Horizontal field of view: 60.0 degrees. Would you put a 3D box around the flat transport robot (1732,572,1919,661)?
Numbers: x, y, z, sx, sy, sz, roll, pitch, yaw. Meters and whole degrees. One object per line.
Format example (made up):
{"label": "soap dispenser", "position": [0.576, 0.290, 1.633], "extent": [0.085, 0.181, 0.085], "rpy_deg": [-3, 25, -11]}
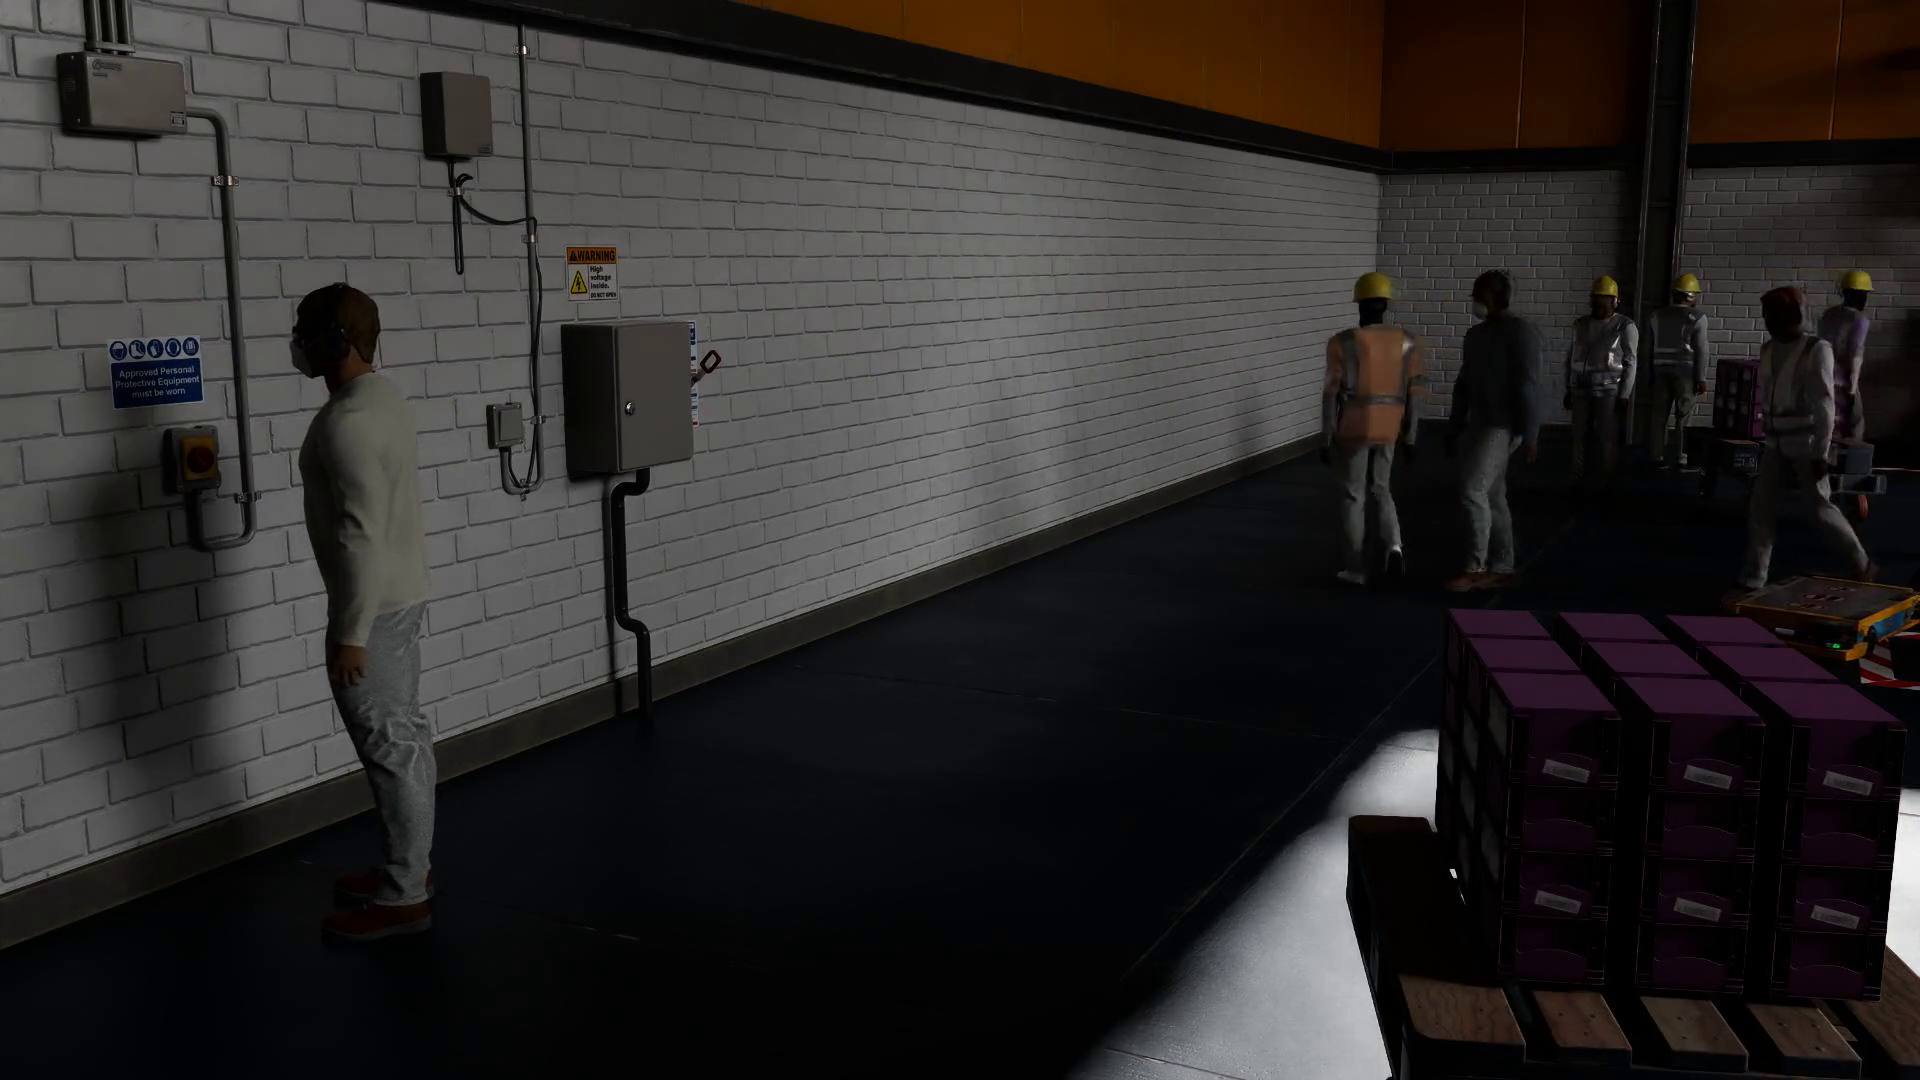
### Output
{"label": "flat transport robot", "position": [4.573, 0.384, 8.768], "extent": [1.431, 0.197, 0.652], "rpy_deg": [-10, 14, -44]}

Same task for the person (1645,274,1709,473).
{"label": "person", "position": [6.651, -1.541, 15.408], "extent": [0.403, 1.828, 0.596], "rpy_deg": [-7, 12, -34]}

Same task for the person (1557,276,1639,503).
{"label": "person", "position": [5.189, -1.228, 13.569], "extent": [0.404, 1.836, 0.600], "rpy_deg": [-8, 13, -38]}

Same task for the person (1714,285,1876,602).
{"label": "person", "position": [4.882, -0.538, 9.570], "extent": [0.929, 1.853, 0.646], "rpy_deg": [-2, 10, -13]}

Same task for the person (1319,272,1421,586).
{"label": "person", "position": [2.471, -0.651, 10.030], "extent": [0.583, 1.912, 0.474], "rpy_deg": [-2, 10, -9]}

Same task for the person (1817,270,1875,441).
{"label": "person", "position": [7.497, -1.386, 14.365], "extent": [0.943, 1.877, 0.620], "rpy_deg": [-2, 10, -11]}

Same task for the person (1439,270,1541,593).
{"label": "person", "position": [3.067, -0.630, 9.868], "extent": [0.721, 1.914, 0.651], "rpy_deg": [-2, 10, -11]}

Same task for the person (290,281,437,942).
{"label": "person", "position": [-1.756, 0.215, 4.927], "extent": [0.379, 1.940, 0.629], "rpy_deg": [-2, 10, -9]}
